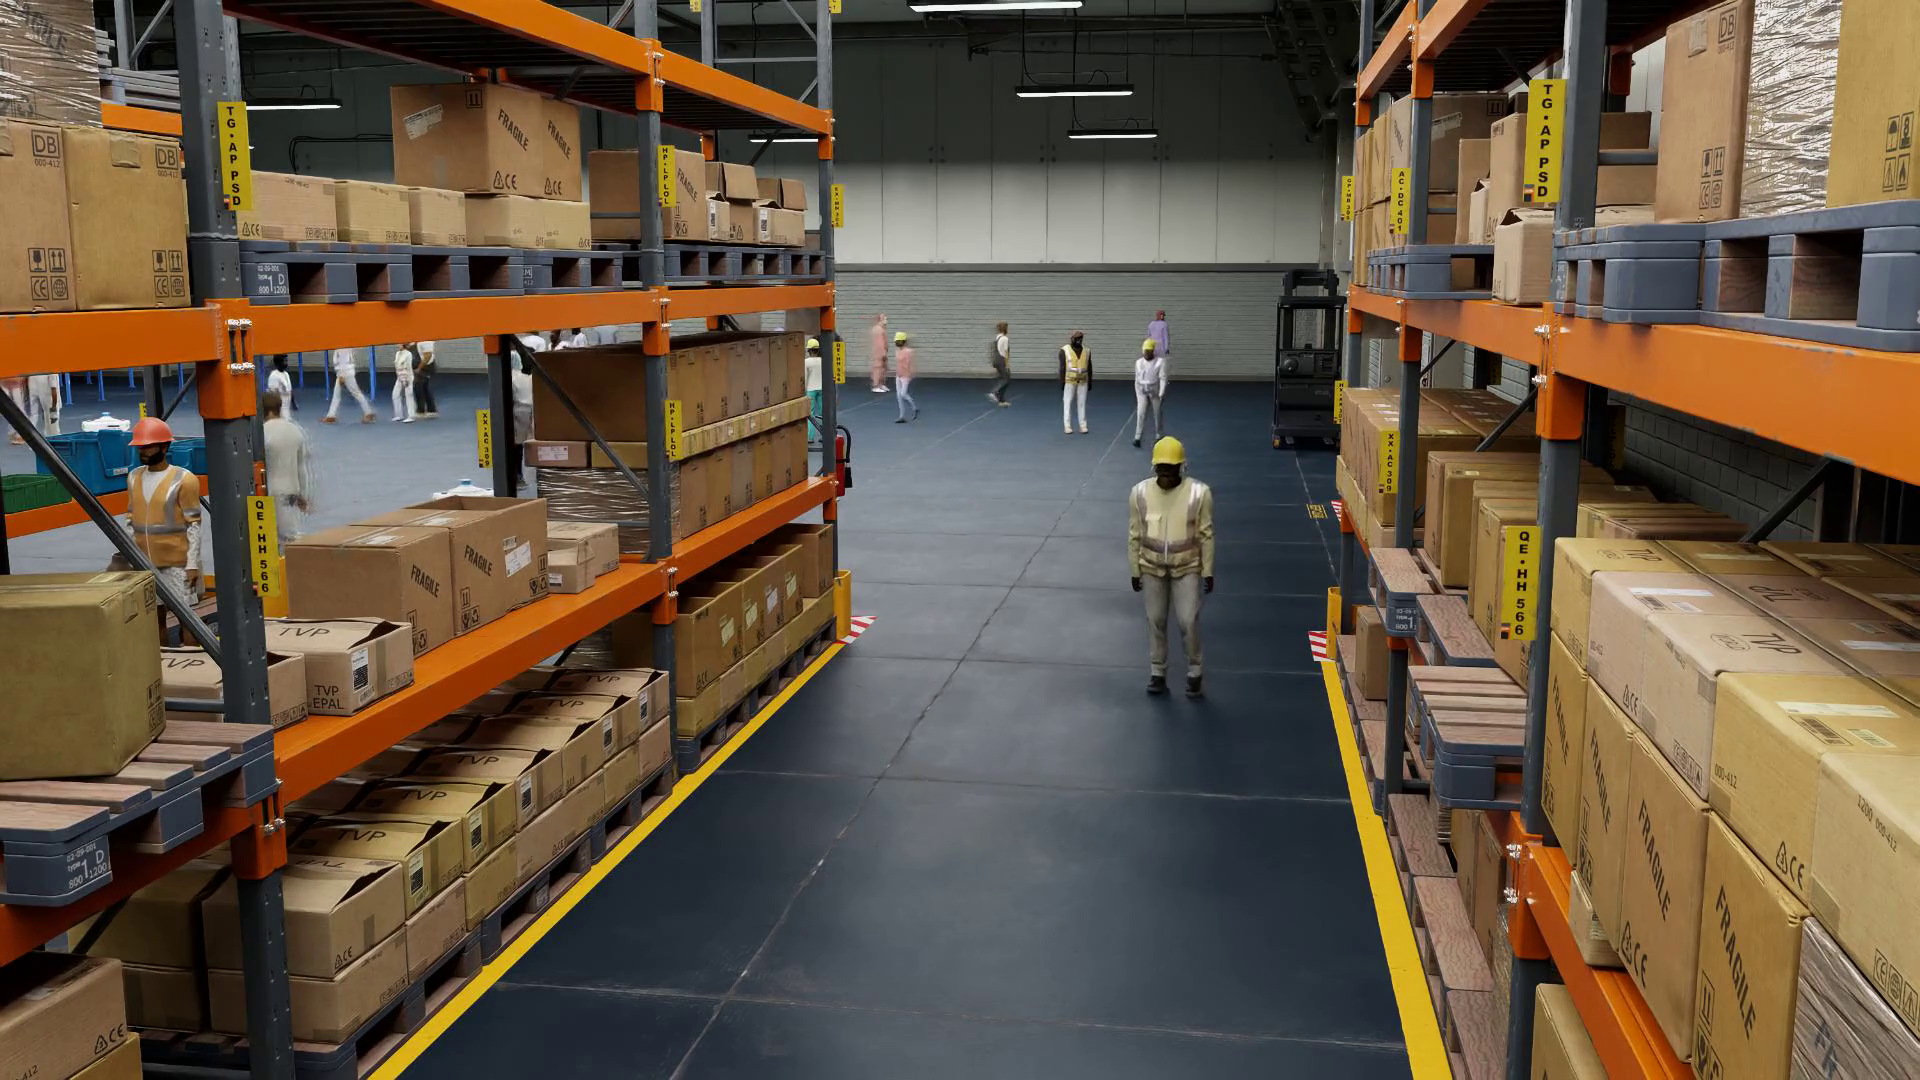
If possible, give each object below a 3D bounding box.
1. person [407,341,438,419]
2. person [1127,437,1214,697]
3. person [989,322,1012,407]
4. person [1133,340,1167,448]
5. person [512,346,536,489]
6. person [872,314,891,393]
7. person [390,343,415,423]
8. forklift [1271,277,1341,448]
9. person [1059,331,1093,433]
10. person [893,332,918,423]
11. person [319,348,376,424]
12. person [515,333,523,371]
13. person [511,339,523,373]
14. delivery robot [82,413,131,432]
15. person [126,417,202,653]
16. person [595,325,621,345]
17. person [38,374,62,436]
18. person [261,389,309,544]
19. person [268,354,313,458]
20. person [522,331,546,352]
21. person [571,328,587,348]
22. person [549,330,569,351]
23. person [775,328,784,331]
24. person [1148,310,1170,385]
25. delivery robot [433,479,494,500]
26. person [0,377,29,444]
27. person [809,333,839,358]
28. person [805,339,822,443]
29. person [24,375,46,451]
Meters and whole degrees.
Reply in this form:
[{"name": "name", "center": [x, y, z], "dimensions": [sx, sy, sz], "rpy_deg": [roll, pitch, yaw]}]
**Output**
[{"name": "person", "center": [-10.619, -3.374, 32.758], "dimensions": [0.768, 2.000, 0.700], "rpy_deg": [-8, 12, -41]}, {"name": "person", "center": [1.435, 0.188, 11.420], "dimensions": [0.601, 1.805, 0.463], "rpy_deg": [3, 10, 16]}, {"name": "person", "center": [0.883, -3.768, 35.694], "dimensions": [0.471, 1.830, 0.534], "rpy_deg": [-4, 10, -23]}, {"name": "person", "center": [3.159, -2.427, 27.602], "dimensions": [0.604, 1.787, 0.956], "rpy_deg": [5, 10, 26]}, {"name": "person", "center": [-5.712, -1.605, 22.076], "dimensions": [0.608, 1.912, 0.999], "rpy_deg": [-7, 11, -36]}, {"name": "person", "center": [-1.853, -4.475, 39.893], "dimensions": [0.590, 1.889, 0.641], "rpy_deg": [0, 9, -3]}, {"name": "person", "center": [-10.754, -3.060, 31.940], "dimensions": [0.539, 1.620, 0.538], "rpy_deg": [8, 12, 42]}, {"name": "forklift", "center": [5.847, -3.016, 27.970], "dimensions": [1.129, 2.768, 1.873], "rpy_deg": [1, 9, 9]}, {"name": "person", "center": [2.098, -2.852, 30.036], "dimensions": [0.629, 1.841, 0.429], "rpy_deg": [-3, 10, -16]}, {"name": "person", "center": [-1.084, -3.127, 31.976], "dimensions": [0.424, 1.750, 0.552], "rpy_deg": [-7, 11, -35]}, {"name": "person", "center": [-11.744, -3.164, 31.848], "dimensions": [1.033, 1.884, 0.655], "rpy_deg": [-5, 10, -28]}, {"name": "person", "center": [-8.931, -3.395, 33.343], "dimensions": [0.966, 1.859, 0.651], "rpy_deg": [-3, 10, -20]}, {"name": "person", "center": [-8.658, -3.146, 32.543], "dimensions": [0.785, 1.601, 0.519], "rpy_deg": [-3, 10, -16]}, {"name": "delivery robot", "center": [-14.298, -1.887, 27.871], "dimensions": [0.707, 0.478, 0.477], "rpy_deg": [-3, 10, -19]}, {"name": "person", "center": [-5.437, 0.128, 11.338], "dimensions": [0.542, 1.939, 0.363], "rpy_deg": [2, 9, 12]}, {"name": "person", "center": [-8.545, -4.595, 40.508], "dimensions": [0.662, 1.925, 0.430], "rpy_deg": [1, 9, 7]}, {"name": "person", "center": [-13.087, -1.865, 23.887], "dimensions": [0.325, 1.862, 0.504], "rpy_deg": [-9, 13, -44]}, {"name": "person", "center": [-6.075, -0.386, 14.704], "dimensions": [1.068, 1.883, 0.639], "rpy_deg": [1, 9, 9]}, {"name": "person", "center": [-10.354, -2.057, 25.632], "dimensions": [0.817, 1.656, 0.551], "rpy_deg": [0, 9, -3]}, {"name": "person", "center": [-8.706, -3.531, 34.007], "dimensions": [0.556, 1.907, 0.650], "rpy_deg": [2, 10, 15]}, {"name": "person", "center": [-8.058, -3.728, 35.159], "dimensions": [0.383, 1.924, 0.594], "rpy_deg": [-3, 10, -18]}, {"name": "person", "center": [-7.543, -3.094, 31.309], "dimensions": [0.590, 1.907, 0.446], "rpy_deg": [9, 13, 44]}, {"name": "person", "center": [-3.196, -2.794, 29.492], "dimensions": [0.650, 1.915, 0.853], "rpy_deg": [1, 9, 5]}, {"name": "person", "center": [5.139, -4.947, 42.747], "dimensions": [0.403, 1.904, 0.651], "rpy_deg": [-8, 12, -41]}, {"name": "delivery robot", "center": [-5.637, -0.453, 19.021], "dimensions": [0.707, 0.478, 0.477], "rpy_deg": [-6, 11, -34]}, {"name": "person", "center": [-15.999, -2.595, 28.011], "dimensions": [0.654, 1.974, 0.491], "rpy_deg": [-1, 9, -3]}, {"name": "person", "center": [-2.849, -3.698, 34.817], "dimensions": [0.635, 1.970, 0.600], "rpy_deg": [2, 9, 10]}, {"name": "person", "center": [-2.483, -2.528, 28.260], "dimensions": [0.532, 1.766, 0.317], "rpy_deg": [-7, 12, -38]}, {"name": "person", "center": [-14.987, -2.368, 27.091], "dimensions": [0.565, 1.842, 0.403], "rpy_deg": [0, 9, 1]}]
